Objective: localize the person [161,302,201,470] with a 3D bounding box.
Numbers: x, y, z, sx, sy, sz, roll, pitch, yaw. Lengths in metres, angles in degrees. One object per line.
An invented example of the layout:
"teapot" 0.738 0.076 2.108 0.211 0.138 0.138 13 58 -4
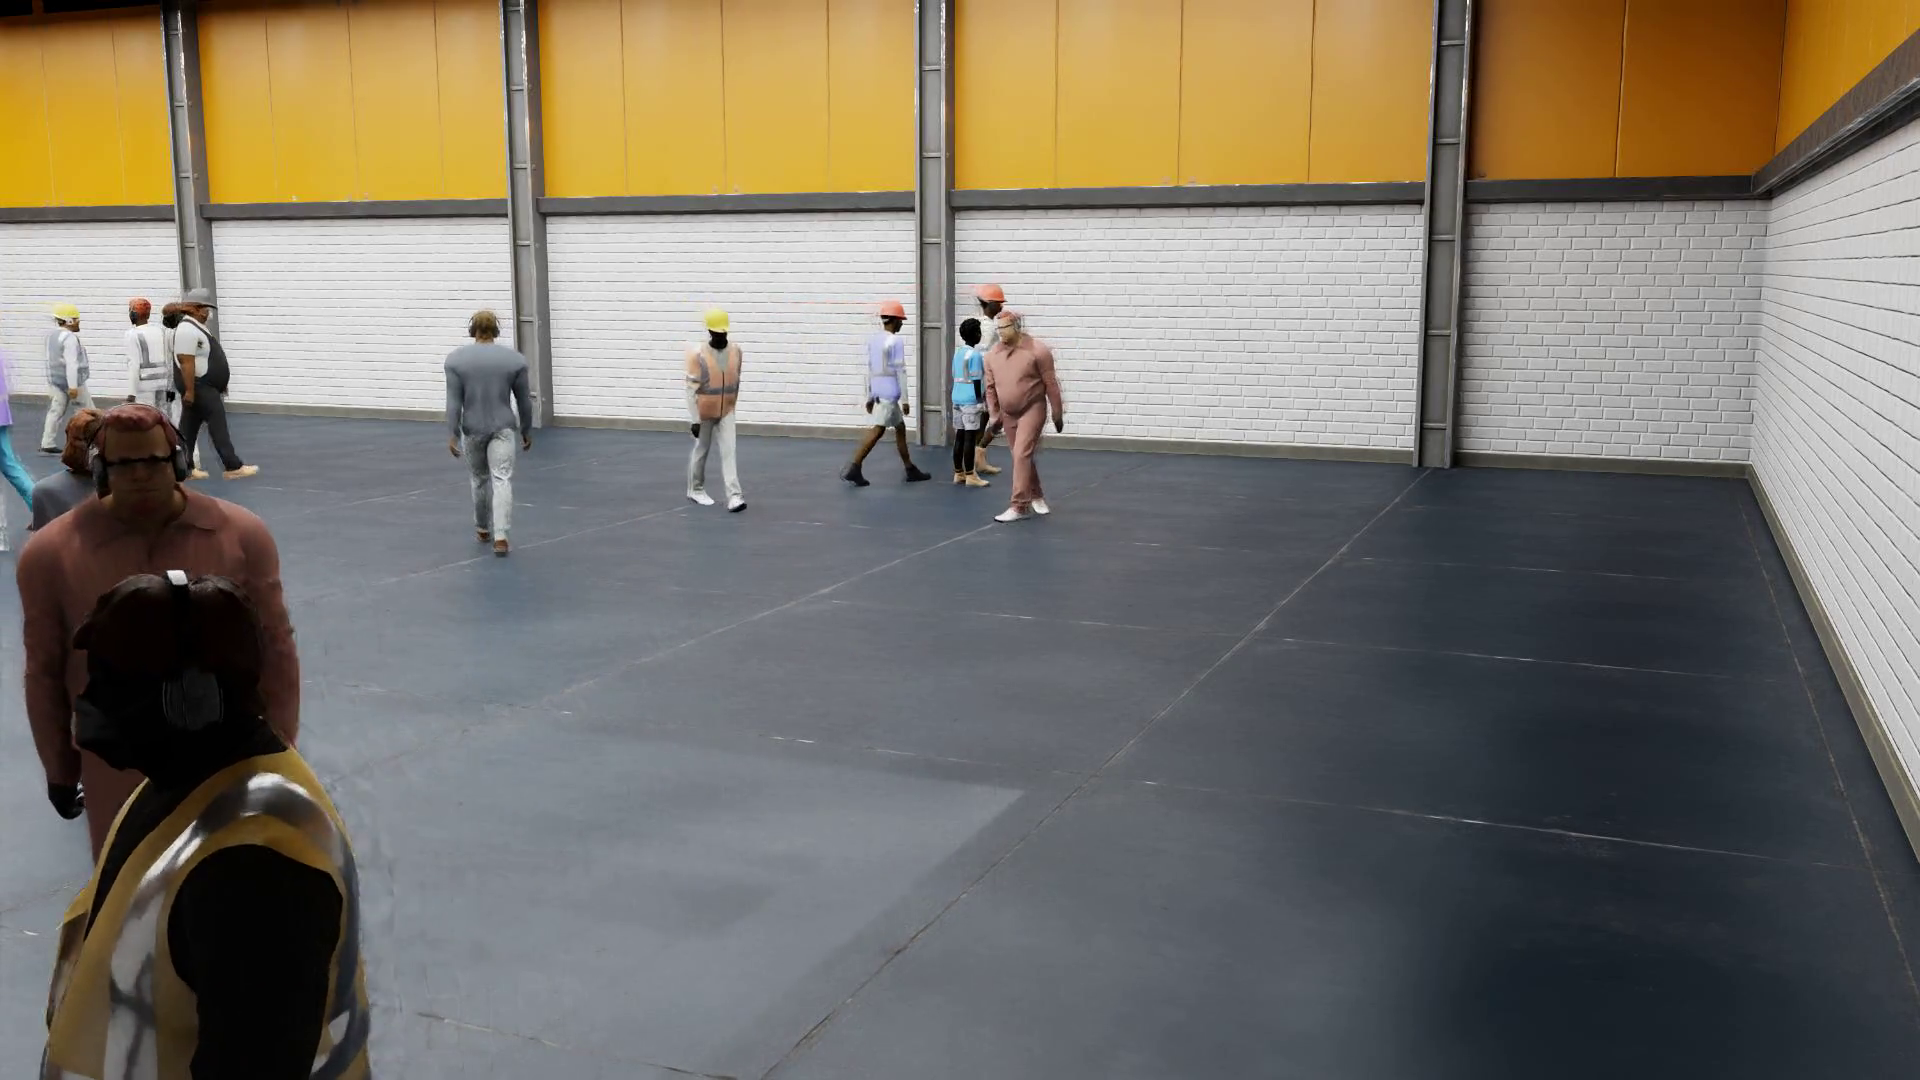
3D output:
"person" -8.475 -1.662 18.097 0.430 1.823 0.679 -3 10 -15

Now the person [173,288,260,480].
"person" -7.765 -1.640 17.282 0.917 2.000 0.681 -4 10 -23

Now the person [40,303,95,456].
"person" -10.388 -1.874 19.485 0.612 1.783 0.919 8 12 40

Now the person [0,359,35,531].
"person" -8.049 -0.937 13.768 0.963 1.800 0.585 1 9 4

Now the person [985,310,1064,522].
"person" 0.569 -1.102 14.634 0.661 1.850 0.835 8 12 39

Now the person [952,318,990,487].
"person" 0.091 -1.382 16.754 0.322 1.697 0.534 -4 10 -22

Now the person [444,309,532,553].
"person" -3.671 -0.854 13.004 0.653 1.884 1.043 -3 10 -18

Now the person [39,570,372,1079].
"person" -1.032 0.924 2.461 0.917 1.806 0.631 -6 11 -33

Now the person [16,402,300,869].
"person" -2.074 0.576 4.412 0.643 1.860 0.958 -7 11 -35

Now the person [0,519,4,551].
"person" -7.848 -0.742 12.866 0.901 1.689 0.501 1 9 8

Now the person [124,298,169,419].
"person" -8.499 -1.581 17.404 0.360 1.883 0.574 2 10 12

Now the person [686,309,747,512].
"person" -2.241 -1.178 15.119 0.594 1.838 1.073 -6 11 -33

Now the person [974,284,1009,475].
"person" 0.305 -1.683 17.577 0.433 2.028 0.603 -2 10 -14

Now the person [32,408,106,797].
"person" -3.618 0.253 7.037 0.270 1.632 0.504 8 13 41

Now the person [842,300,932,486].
"person" -0.770 -1.486 16.863 1.032 1.882 0.566 -6 11 -31
